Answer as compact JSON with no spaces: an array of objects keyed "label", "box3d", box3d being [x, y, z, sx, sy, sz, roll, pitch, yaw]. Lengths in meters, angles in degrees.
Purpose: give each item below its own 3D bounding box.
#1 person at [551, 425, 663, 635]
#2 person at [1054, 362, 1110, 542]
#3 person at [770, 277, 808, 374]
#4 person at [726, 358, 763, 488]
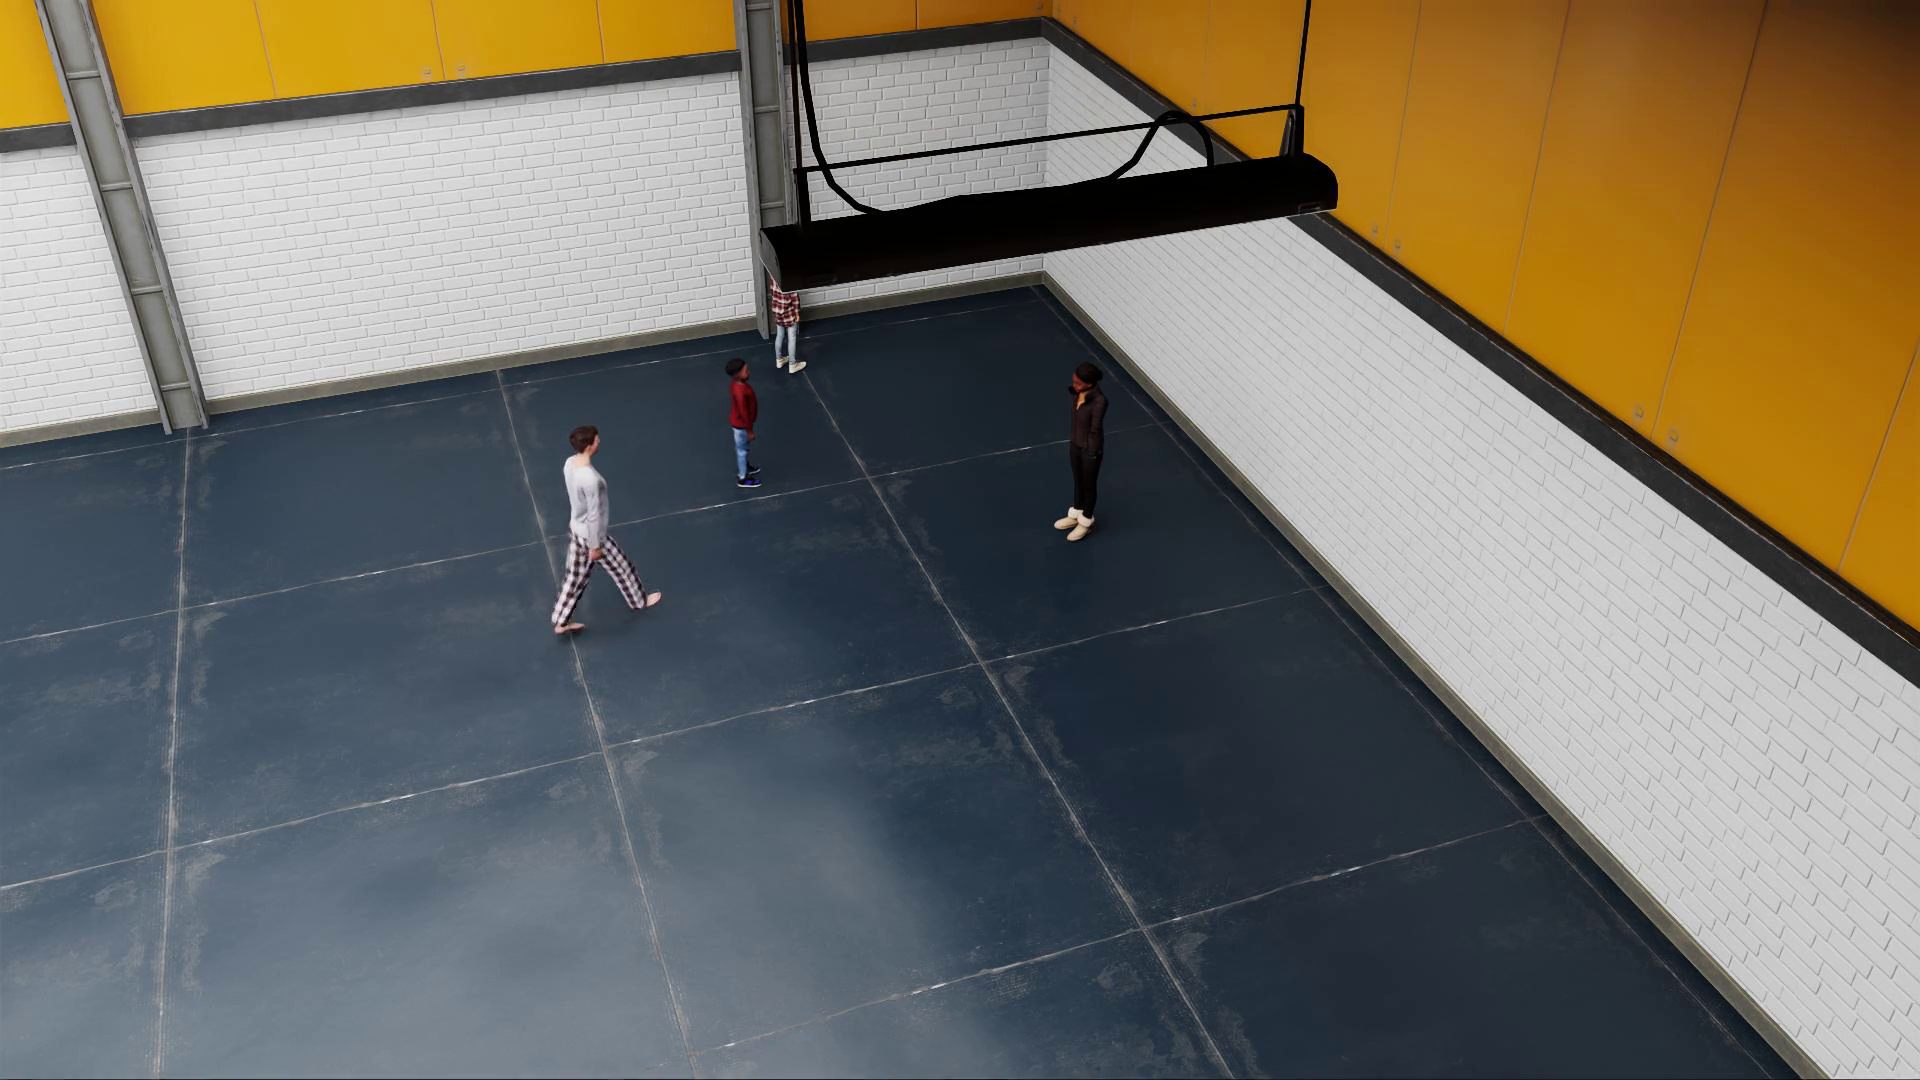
[{"label":"person","box3d":[-2.988,-0.023,13.087,1.239,1.794,0.879,-23,40,-30]},{"label":"person","box3d":[1.103,-0.802,14.380,0.669,1.660,0.618,-17,37,-24]},{"label":"person","box3d":[-1.787,-2.348,17.027,0.601,1.303,0.627,25,41,32]},{"label":"person","box3d":[-2.003,-1.089,15.178,0.516,1.254,0.532,-6,34,-9]}]
